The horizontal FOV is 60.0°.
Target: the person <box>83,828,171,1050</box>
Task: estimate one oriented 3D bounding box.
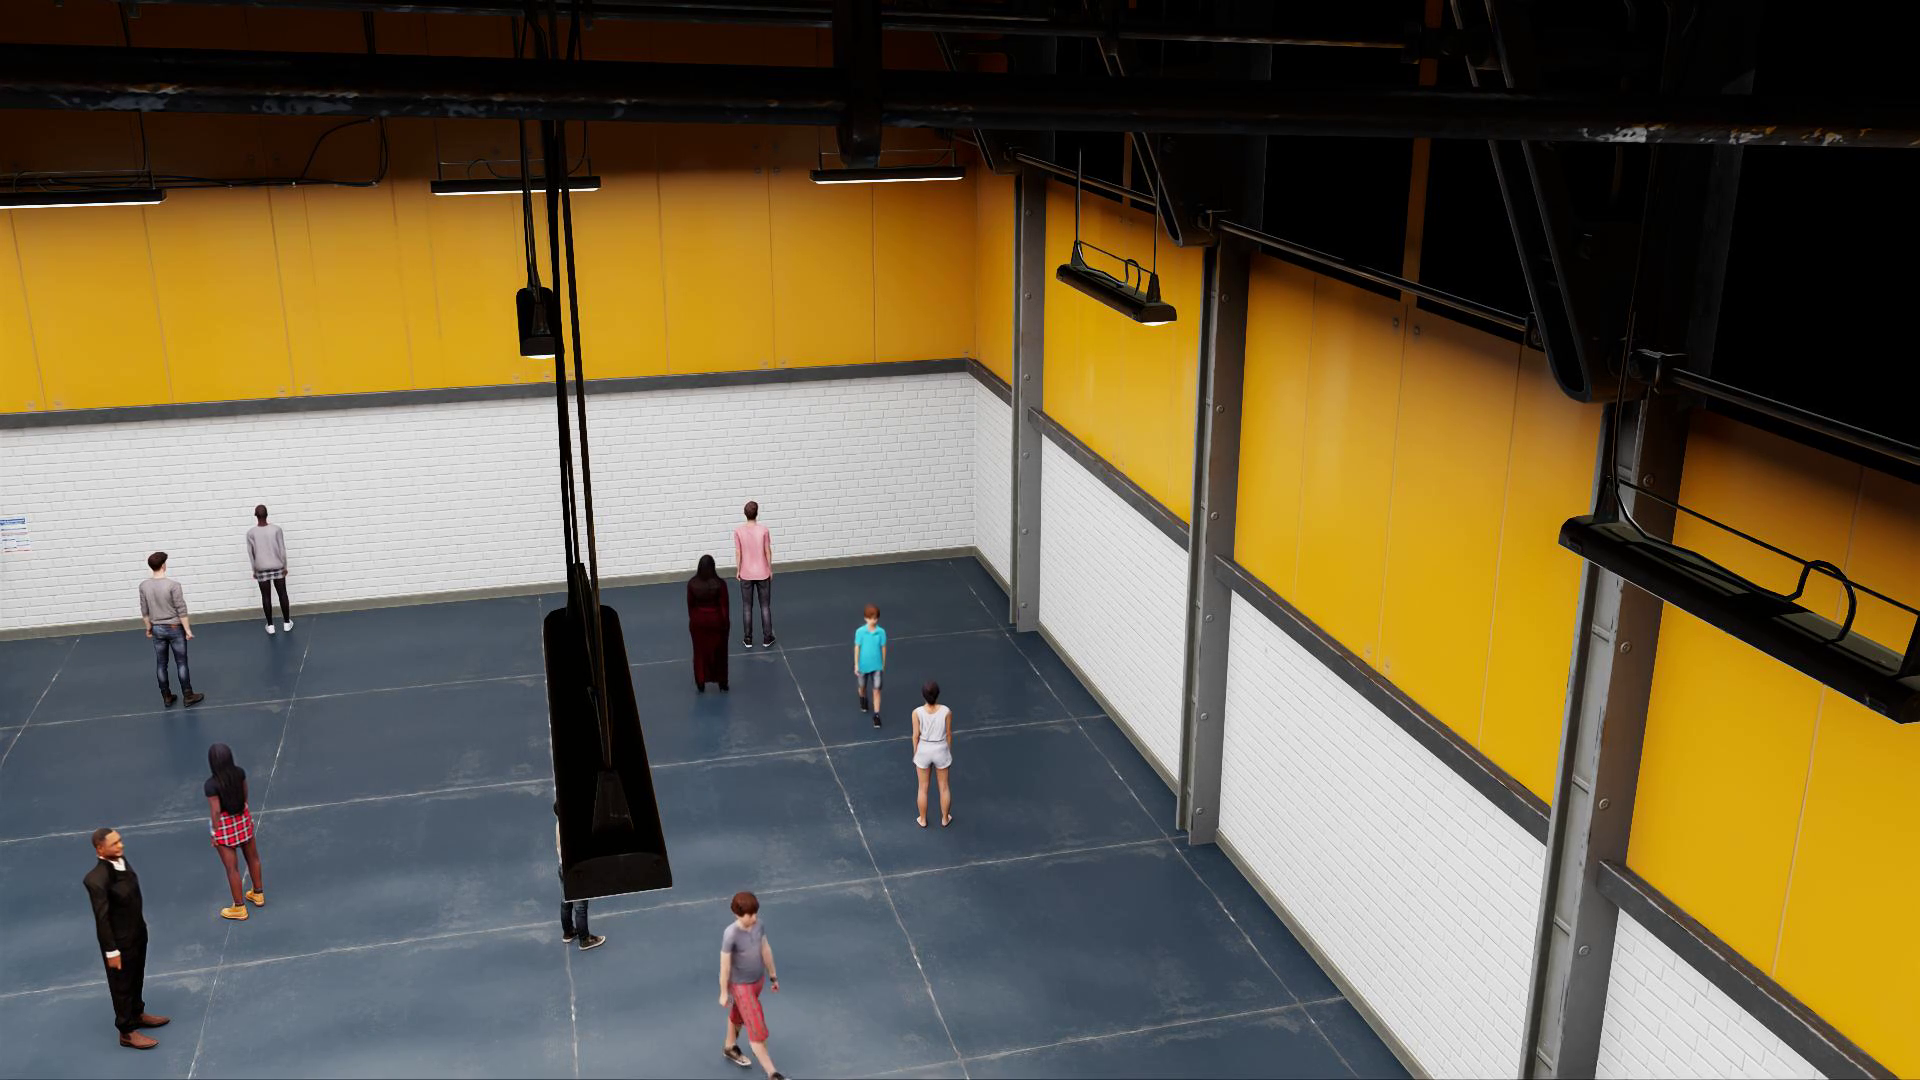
[{"bbox_3d":[-6.803,3.196,13.489,0.781,1.905,0.609,-2,19,-5],"label":"person"}]

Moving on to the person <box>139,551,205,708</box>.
[{"bbox_3d":[-9.449,1.064,19.821,0.751,1.903,0.671,0,19,1],"label":"person"}]

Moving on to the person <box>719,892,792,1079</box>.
[{"bbox_3d":[-1.735,3.482,13.099,1.168,1.611,1.011,14,23,37],"label":"person"}]

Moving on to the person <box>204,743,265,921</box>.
[{"bbox_3d":[-6.713,2.661,15.353,0.787,1.728,0.711,8,20,22],"label":"person"}]

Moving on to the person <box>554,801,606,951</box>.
[{"bbox_3d":[-3.464,2.961,14.873,0.608,1.465,0.689,14,23,36],"label":"person"}]

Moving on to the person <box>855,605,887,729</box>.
[{"bbox_3d":[-1.066,1.432,19.474,0.634,1.427,0.965,-1,19,-4],"label":"person"}]

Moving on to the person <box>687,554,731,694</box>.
[{"bbox_3d":[-3.047,1.017,20.191,0.746,1.756,0.733,1,19,4],"label":"person"}]

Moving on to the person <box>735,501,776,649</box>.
[{"bbox_3d":[-2.667,0.443,21.579,0.660,1.959,0.611,-1,19,-3],"label":"person"}]

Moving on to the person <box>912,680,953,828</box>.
[{"bbox_3d":[-0.279,2.178,16.984,0.606,1.604,0.608,-1,19,-3],"label":"person"}]

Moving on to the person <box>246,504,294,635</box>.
[{"bbox_3d":[-9.167,0.372,22.083,0.641,1.772,0.578,-8,20,-22],"label":"person"}]
